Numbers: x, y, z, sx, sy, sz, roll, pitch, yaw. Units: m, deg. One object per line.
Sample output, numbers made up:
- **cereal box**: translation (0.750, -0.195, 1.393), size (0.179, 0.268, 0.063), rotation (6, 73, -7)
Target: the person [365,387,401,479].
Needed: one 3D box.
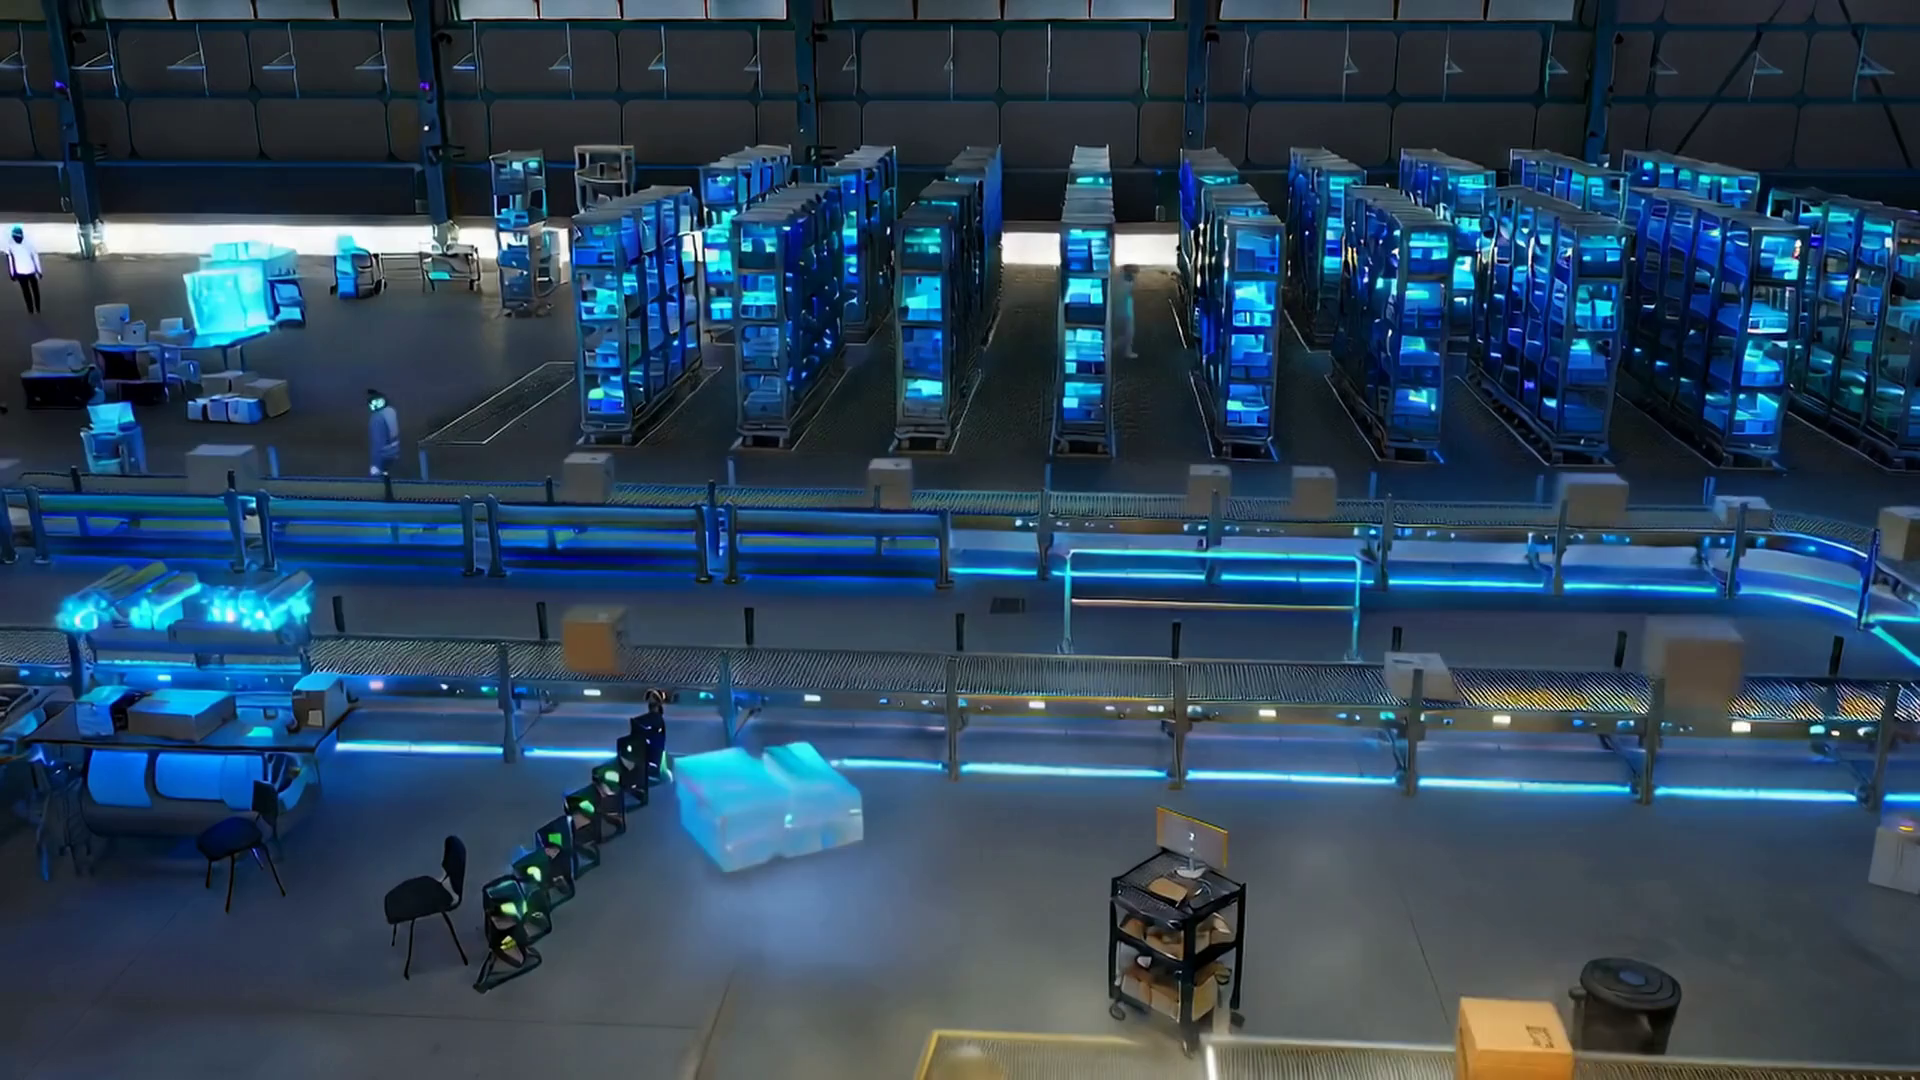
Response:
- **person**: translation (-7.701, -1.146, 22.232), size (0.419, 1.811, 0.668), rotation (2, 18, 5)

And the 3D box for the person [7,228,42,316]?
- **person**: translation (-21.040, -6.012, 37.412), size (0.660, 1.955, 0.926), rotation (-9, 19, -25)

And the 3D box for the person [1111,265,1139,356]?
- **person**: translation (3.309, -4.527, 32.932), size (0.483, 1.826, 0.592), rotation (2, 18, 6)
